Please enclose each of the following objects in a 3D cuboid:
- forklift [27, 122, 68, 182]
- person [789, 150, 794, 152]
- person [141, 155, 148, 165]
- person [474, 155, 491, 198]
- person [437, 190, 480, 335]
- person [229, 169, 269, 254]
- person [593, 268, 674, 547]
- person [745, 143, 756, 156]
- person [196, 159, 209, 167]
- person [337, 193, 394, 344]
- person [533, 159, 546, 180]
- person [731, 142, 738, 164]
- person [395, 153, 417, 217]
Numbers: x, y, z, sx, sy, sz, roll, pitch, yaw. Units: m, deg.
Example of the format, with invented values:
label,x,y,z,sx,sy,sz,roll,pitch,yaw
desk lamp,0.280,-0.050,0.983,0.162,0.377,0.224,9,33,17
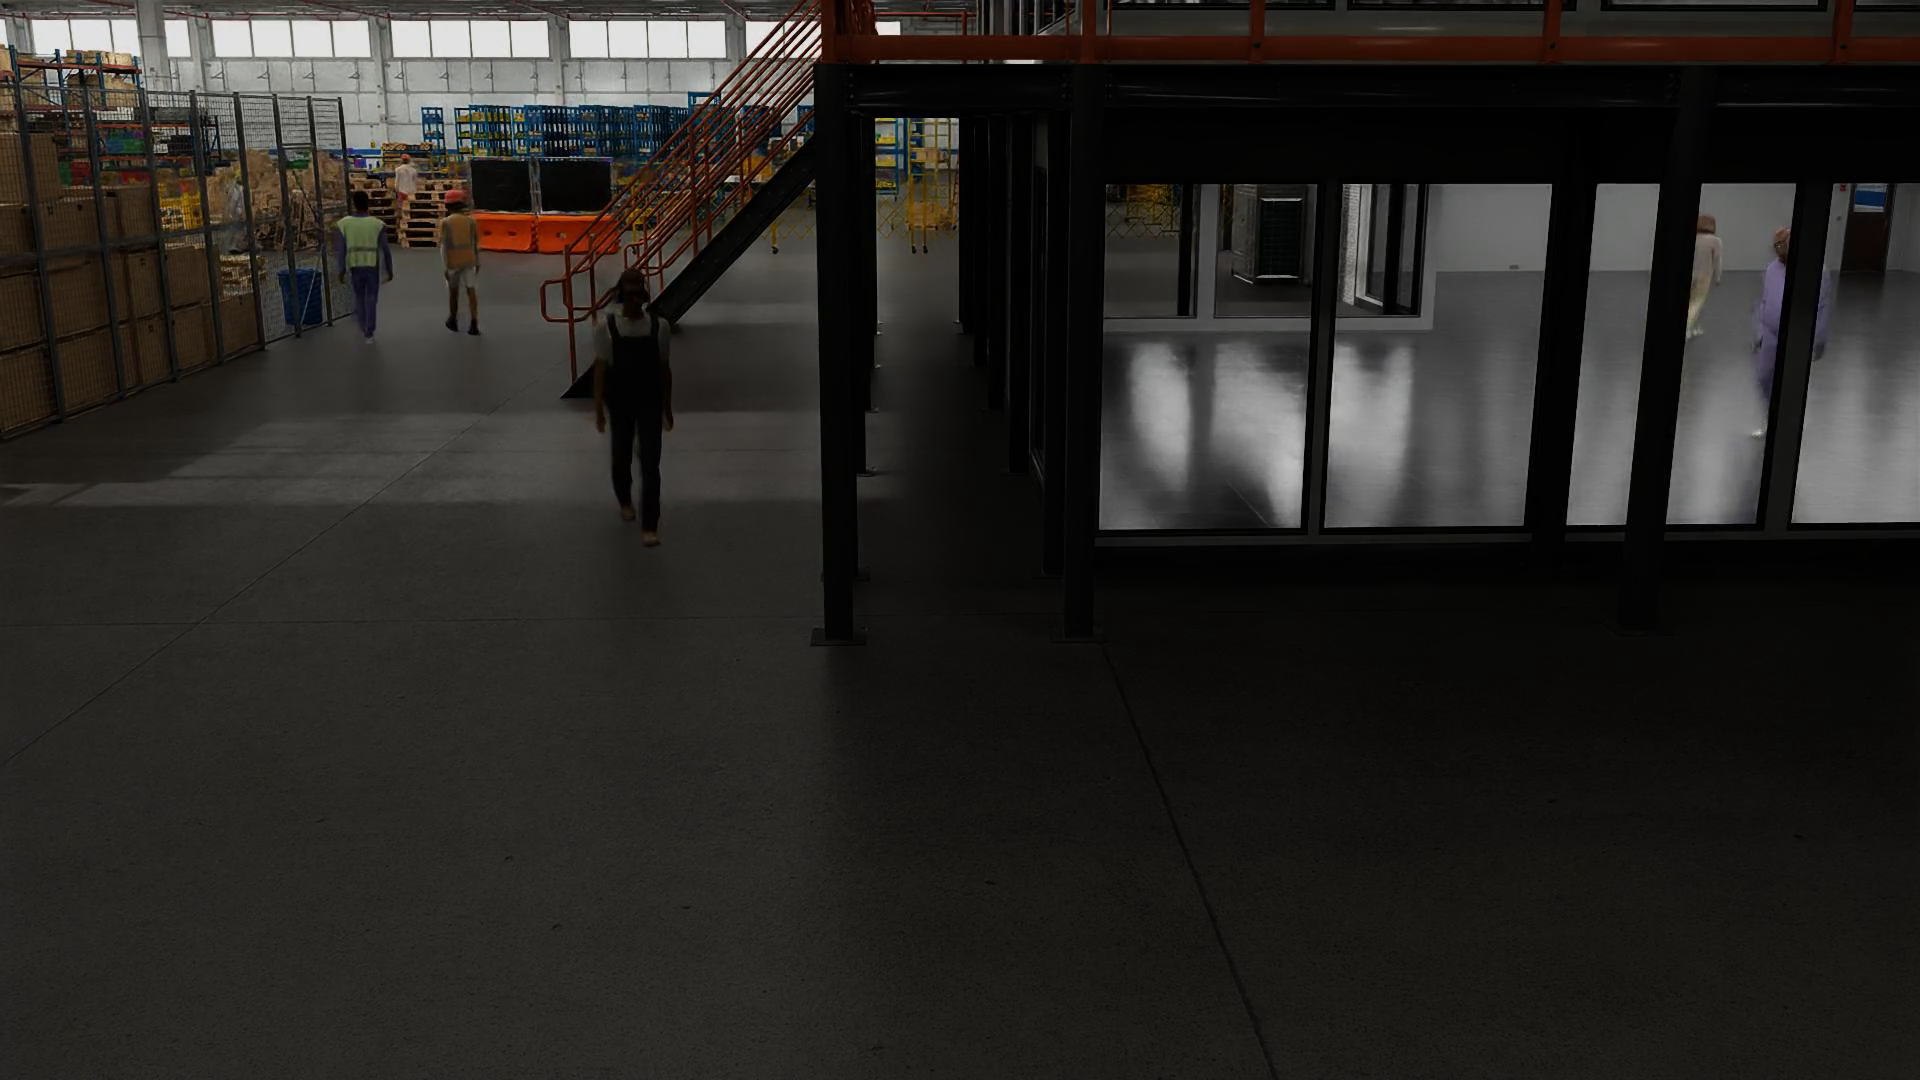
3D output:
label,x,y,z,sx,sy,sz,roll,pitch,yaw
forklift,-35.376,-14.773,64.377,1.129,2.768,1.873,-1,14,-2
person,-7.535,-16.486,73.514,0.511,1.758,0.525,3,14,12
person,-40.530,-18.937,82.910,0.406,1.947,0.606,11,18,38
person,-12.790,-9.397,44.834,0.609,1.922,0.566,-12,19,-41
person,-6.623,-3.675,22.051,0.565,1.891,0.988,-8,16,-29
person,-15.226,-6.981,35.432,0.888,1.791,0.605,2,14,8
person,-2.184,-0.910,11.124,0.518,1.827,0.791,-4,15,-16
person,-9.445,-16.905,74.622,0.522,2.025,0.627,7,16,27
person,-30.550,-14.884,67.013,0.834,1.803,0.599,5,15,18
person,-7.589,-3.492,21.313,0.625,1.870,0.957,-2,14,-9
person,-14.522,-12.453,57.636,0.520,1.620,0.341,6,15,23
person,-11.601,-19.547,85.557,0.390,1.846,0.565,2,14,8
person,-14.760,-9.290,44.287,0.637,1.978,0.483,-11,18,-37
